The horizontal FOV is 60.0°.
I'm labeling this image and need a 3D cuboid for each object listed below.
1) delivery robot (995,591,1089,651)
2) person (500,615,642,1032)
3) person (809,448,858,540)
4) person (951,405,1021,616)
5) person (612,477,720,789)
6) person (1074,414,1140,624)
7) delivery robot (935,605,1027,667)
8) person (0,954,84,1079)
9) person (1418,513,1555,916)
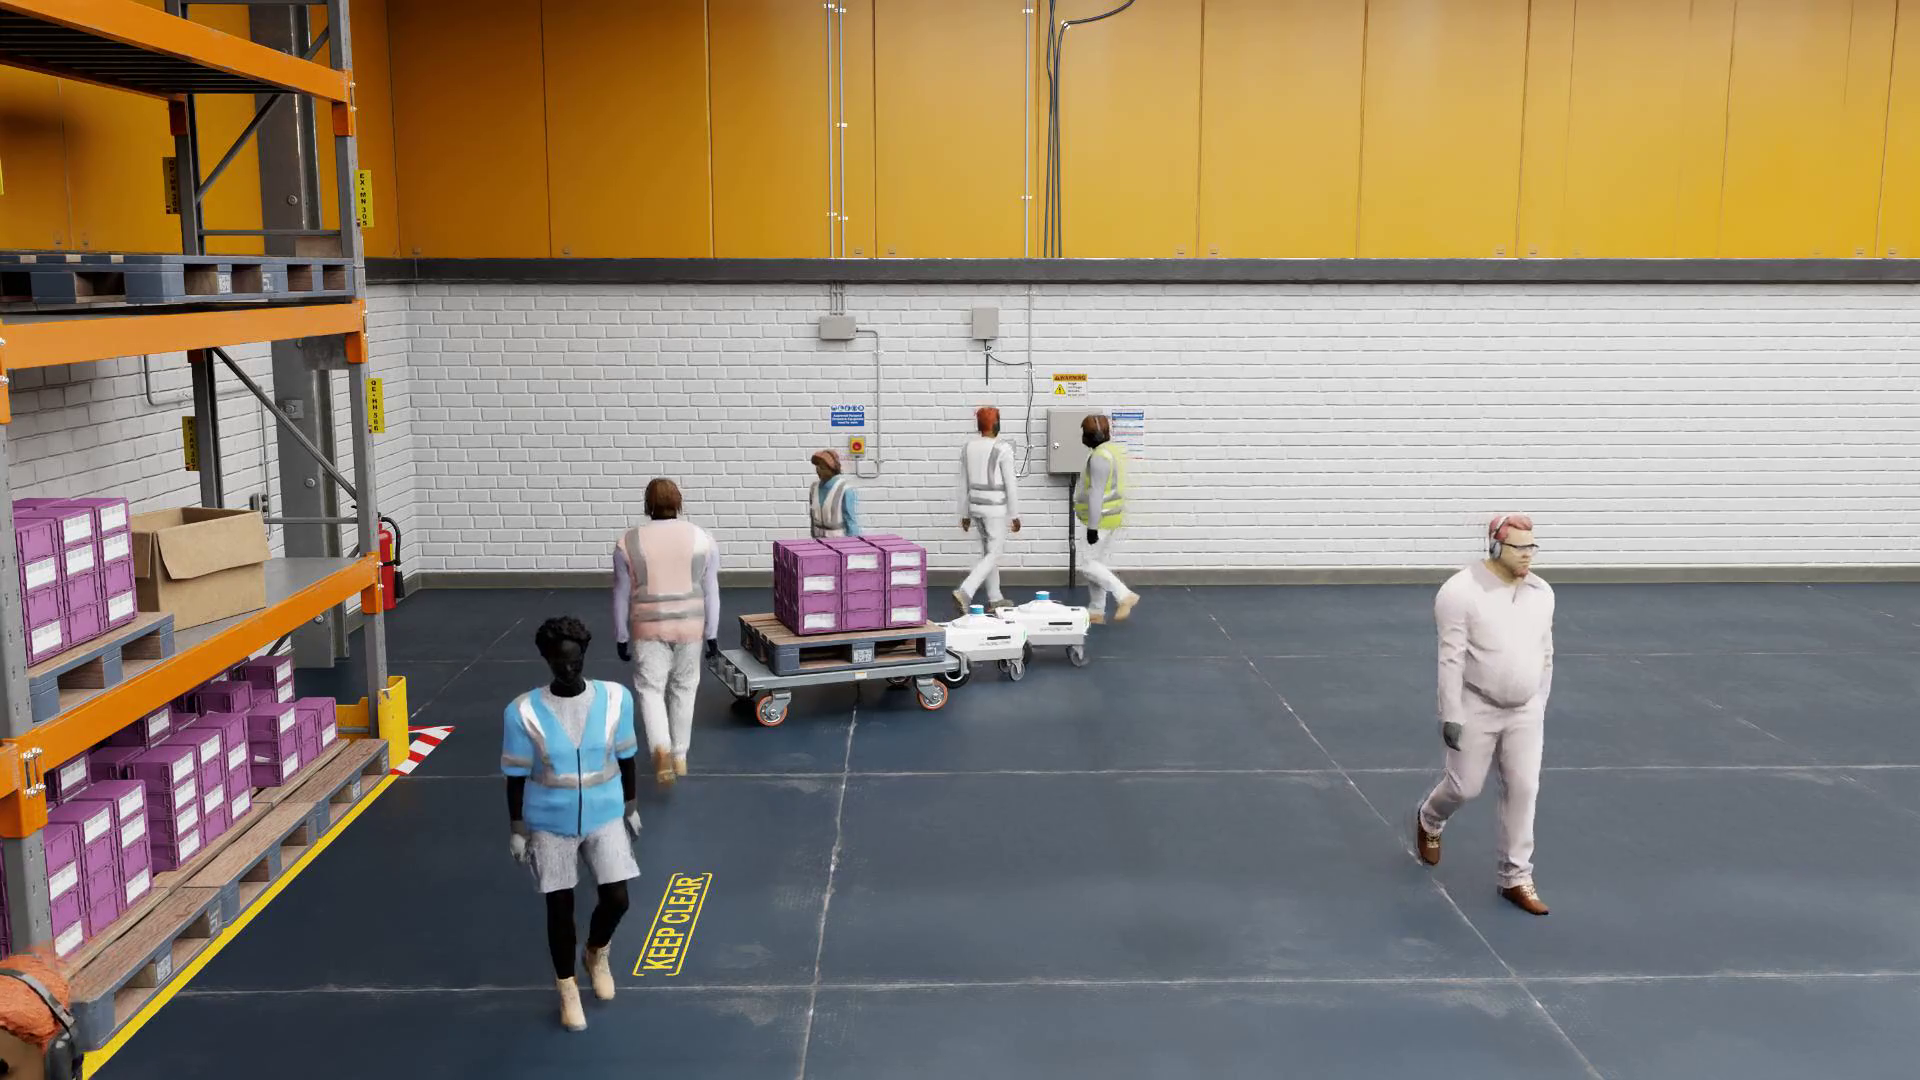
[{"bbox_3d":[0.632,0.638,12.768,0.707,0.478,0.477,-1,9,-3],"label":"delivery robot"},{"bbox_3d":[-1.536,1.122,6.622,0.554,1.680,0.368,-4,10,-21],"label":"person"},{"bbox_3d":[-0.963,0.056,13.374,0.544,1.618,0.513,8,13,42],"label":"person"},{"bbox_3d":[0.204,-0.241,14.489,0.785,1.858,0.584,-9,13,-44],"label":"person"},{"bbox_3d":[-1.708,0.546,9.743,0.624,1.826,0.750,-3,10,-17],"label":"person"},{"bbox_3d":[1.224,-0.157,14.045,0.525,1.824,0.647,3,10,15],"label":"person"},{"bbox_3d":[0.124,0.722,12.257,0.707,0.478,0.477,-2,9,-15],"label":"delivery robot"},{"bbox_3d":[-1.614,1.623,3.051,0.583,1.859,0.823,-1,9,-7],"label":"person"},{"bbox_3d":[2.558,0.792,8.036,0.646,1.885,0.785,-2,10,-13],"label":"person"}]
